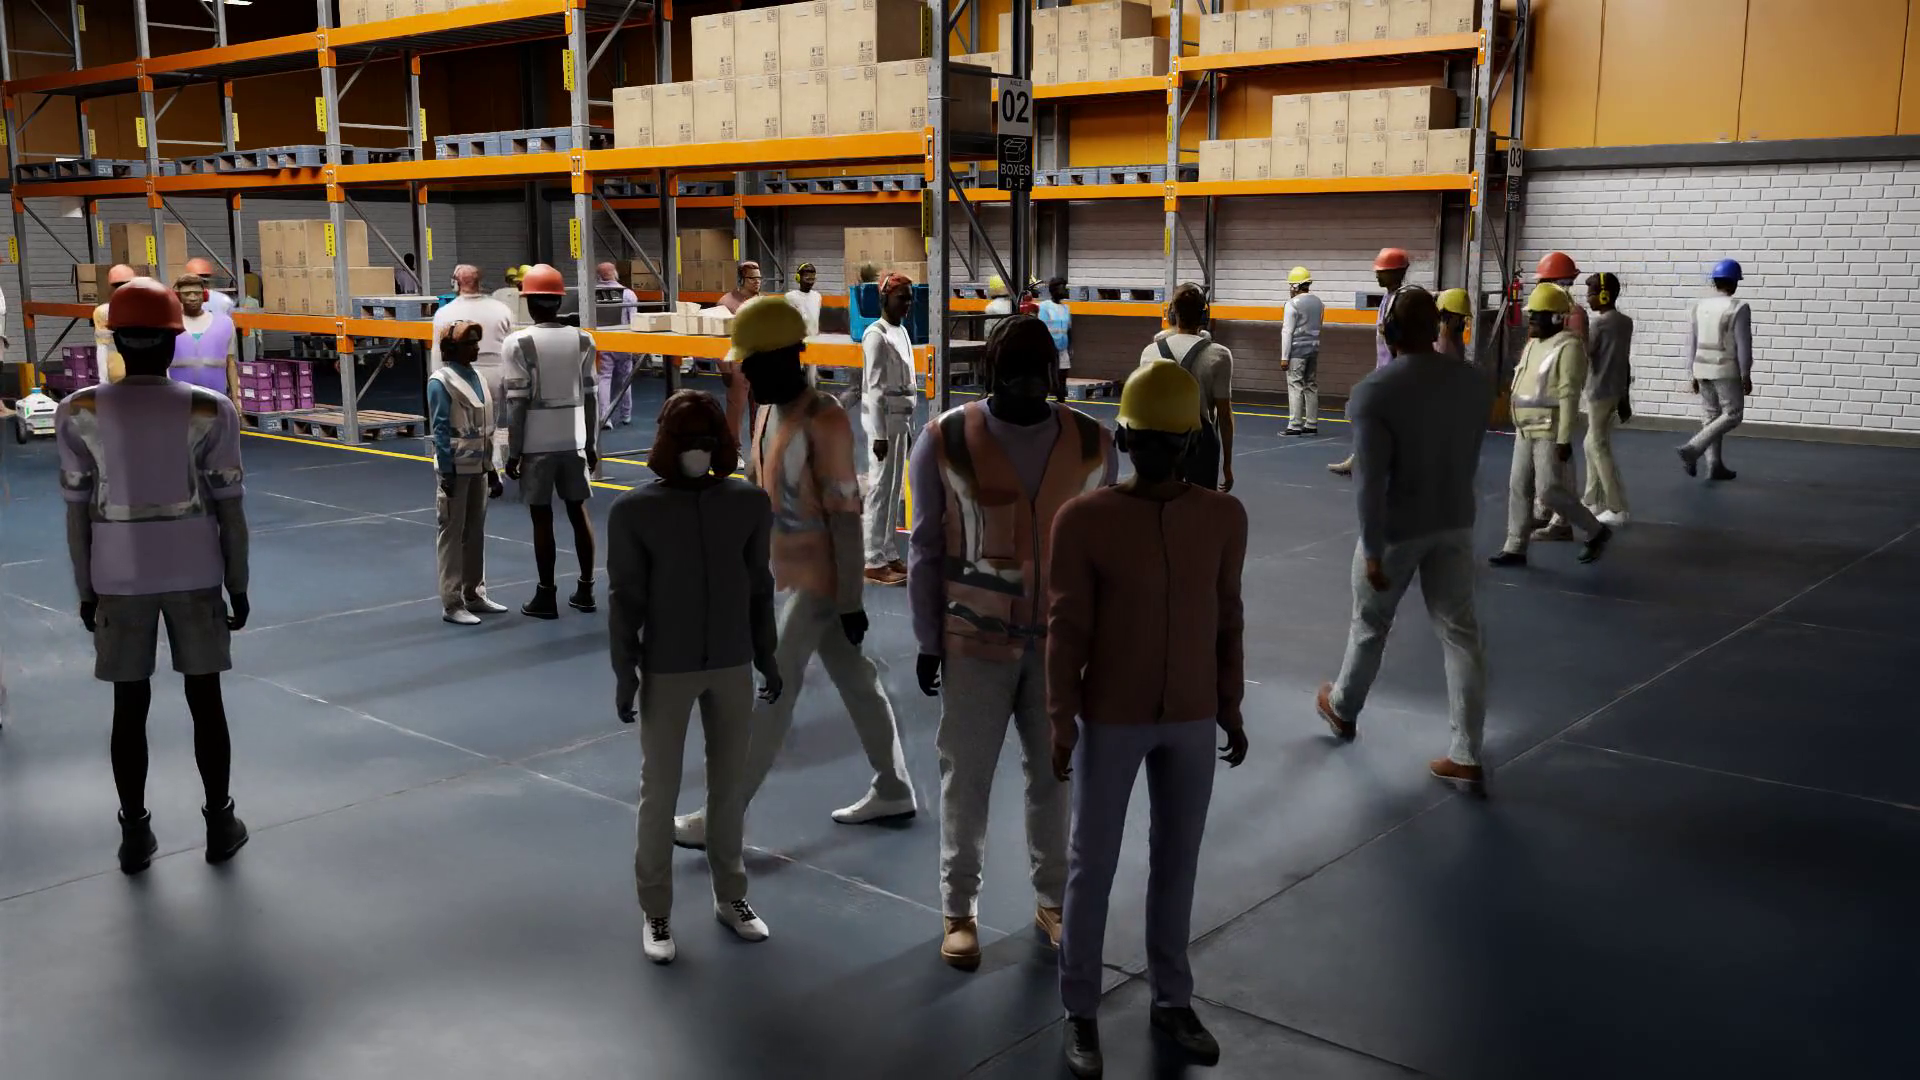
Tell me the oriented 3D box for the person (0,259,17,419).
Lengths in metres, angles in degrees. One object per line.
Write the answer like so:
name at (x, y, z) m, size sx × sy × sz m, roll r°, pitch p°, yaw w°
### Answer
person at (-11.511, -2.466, 19.817) m, size 0.374 × 2.044 × 0.606 m, roll -2°, pitch 10°, yaw -12°

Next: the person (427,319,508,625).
person at (-2.689, -0.373, 9.041) m, size 0.310 × 1.642 × 0.514 m, roll 2°, pitch 10°, yaw 13°

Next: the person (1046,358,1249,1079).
person at (0.467, 0.440, 4.068) m, size 0.533 × 1.764 × 0.322 m, roll -3°, pitch 10°, yaw -18°

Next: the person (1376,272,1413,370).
person at (4.689, -2.087, 17.998) m, size 0.434 × 1.924 × 0.644 m, roll 4°, pitch 11°, yaw 23°

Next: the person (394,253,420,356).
person at (-10.326, -4.431, 31.352) m, size 0.591 × 1.922 × 0.391 m, roll -3°, pitch 10°, yaw -17°

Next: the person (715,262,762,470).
person at (-1.926, -1.592, 15.268) m, size 0.635 × 1.899 × 0.402 m, roll -8°, pitch 13°, yaw -39°

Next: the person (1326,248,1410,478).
person at (3.599, -1.493, 14.350) m, size 0.877 × 2.010 × 0.636 m, roll 0°, pitch 10°, yaw -2°

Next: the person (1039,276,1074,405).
person at (1.118, -2.284, 19.766) m, size 0.573 × 1.688 × 0.475 m, roll -8°, pitch 13°, yaw -39°

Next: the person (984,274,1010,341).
person at (0.524, -2.212, 19.285) m, size 0.500 × 1.719 × 0.485 m, roll -7°, pitch 12°, yaw -33°

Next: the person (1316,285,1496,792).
person at (1.745, -0.033, 6.444) m, size 0.623 × 1.877 × 1.070 m, roll -2°, pitch 10°, yaw -12°

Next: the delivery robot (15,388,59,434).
delivery robot at (-9.673, -1.354, 17.454) m, size 0.477 × 0.478 × 0.707 m, roll -7°, pitch 12°, yaw -36°

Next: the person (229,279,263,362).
person at (-9.623, -2.695, 22.282) m, size 0.509 × 1.632 × 0.270 m, roll -6°, pitch 11°, yaw -29°

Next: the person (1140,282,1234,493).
person at (1.192, -0.423, 8.746) m, size 0.514 × 1.843 × 0.333 m, roll 5°, pitch 11°, yaw 26°

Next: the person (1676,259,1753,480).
person at (6.518, -1.454, 14.361) m, size 0.691 × 1.930 × 0.621 m, roll -3°, pitch 11°, yaw -19°

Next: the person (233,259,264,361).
person at (-12.426, -3.975, 29.002) m, size 0.429 × 1.837 × 0.621 m, roll 5°, pitch 11°, yaw 26°

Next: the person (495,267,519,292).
person at (-6.855, -3.320, 25.544) m, size 0.523 × 1.736 × 0.792 m, roll -6°, pitch 11°, yaw -30°

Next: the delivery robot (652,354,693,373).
delivery robot at (-4.475, -2.830, 25.857) m, size 0.707 × 0.478 × 0.477 m, roll 9°, pitch 14°, yaw 43°

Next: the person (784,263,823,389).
person at (-1.674, -2.078, 18.117) m, size 0.519 × 1.865 × 0.328 m, roll -10°, pitch 14°, yaw -44°

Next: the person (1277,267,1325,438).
person at (3.649, -2.010, 17.859) m, size 0.591 × 1.823 × 0.405 m, roll -9°, pitch 13°, yaw -41°

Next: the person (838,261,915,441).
person at (-1.004, -1.931, 17.191) m, size 0.975 × 1.908 × 0.631 m, roll 0°, pitch 10°, yaw 0°

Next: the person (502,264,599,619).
person at (-2.253, -0.537, 9.135) m, size 0.551 × 1.934 × 0.372 m, roll -9°, pitch 13°, yaw -40°

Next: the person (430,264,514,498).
person at (-3.860, -1.226, 13.174) m, size 0.676 × 1.890 × 0.431 m, roll -8°, pitch 13°, yaw -39°

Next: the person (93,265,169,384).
person at (-7.152, -1.421, 14.386) m, size 0.572 × 1.883 × 0.825 m, roll -6°, pitch 12°, yaw -33°

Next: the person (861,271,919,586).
person at (-0.422, -0.673, 10.060) m, size 0.337 × 1.881 × 0.583 m, roll 2°, pitch 10°, yaw 13°

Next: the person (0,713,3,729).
person at (-4.357, -0.092, 6.756) m, size 0.719 × 1.885 × 0.655 m, roll -6°, pitch 11°, yaw -29°

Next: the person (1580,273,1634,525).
person at (4.701, -1.034, 12.236) m, size 0.529 × 1.838 × 0.631 m, roll -8°, pitch 13°, yaw -39°

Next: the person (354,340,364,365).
person at (-10.594, -3.849, 28.908) m, size 0.560 × 1.607 × 0.545 m, roll 6°, pitch 12°, yaw 30°

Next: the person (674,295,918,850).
person at (-0.581, 0.119, 5.593) m, size 0.996 × 1.856 × 0.622 m, roll -4°, pitch 11°, yaw -21°

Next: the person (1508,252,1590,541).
person at (4.119, -0.995, 11.580) m, size 0.389 × 1.990 × 0.626 m, roll -1°, pitch 10°, yaw -7°

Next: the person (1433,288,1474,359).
person at (3.193, -0.773, 10.989) m, size 0.327 × 1.760 × 0.524 m, roll 2°, pitch 10°, yaw 12°

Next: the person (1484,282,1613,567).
person at (3.720, -0.705, 10.447) m, size 0.670 × 1.815 × 0.604 m, roll -2°, pitch 10°, yaw -9°

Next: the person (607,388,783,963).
person at (-0.754, 0.380, 4.777) m, size 0.508 × 1.632 × 0.265 m, roll -6°, pitch 12°, yaw -30°

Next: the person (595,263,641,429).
person at (-3.925, -2.183, 18.776) m, size 0.679 × 1.854 × 1.020 m, roll -1°, pitch 10°, yaw -7°

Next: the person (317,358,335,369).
person at (-10.725, -3.919, 28.092) m, size 0.540 × 2.000 × 0.734 m, roll -4°, pitch 11°, yaw -20°

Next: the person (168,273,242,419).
person at (-5.592, -1.030, 12.207) m, size 0.570 × 1.840 × 0.373 m, roll -7°, pitch 12°, yaw -33°

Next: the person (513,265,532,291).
person at (-4.804, -2.146, 18.586) m, size 0.403 × 1.835 × 0.586 m, roll -7°, pitch 12°, yaw -35°

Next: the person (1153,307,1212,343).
person at (1.817, -1.153, 13.487) m, size 0.548 × 1.624 × 0.479 m, roll 5°, pitch 11°, yaw 25°

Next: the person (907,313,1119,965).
person at (0.164, 0.284, 4.735) m, size 0.627 × 1.844 × 0.429 m, roll -2°, pitch 10°, yaw -13°

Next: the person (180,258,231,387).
person at (-7.585, -1.867, 16.745) m, size 0.489 × 1.917 × 0.564 m, roll 9°, pitch 14°, yaw 42°

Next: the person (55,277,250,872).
person at (-2.617, 0.114, 5.459) m, size 0.539 × 1.930 × 0.382 m, roll -4°, pitch 11°, yaw -21°
